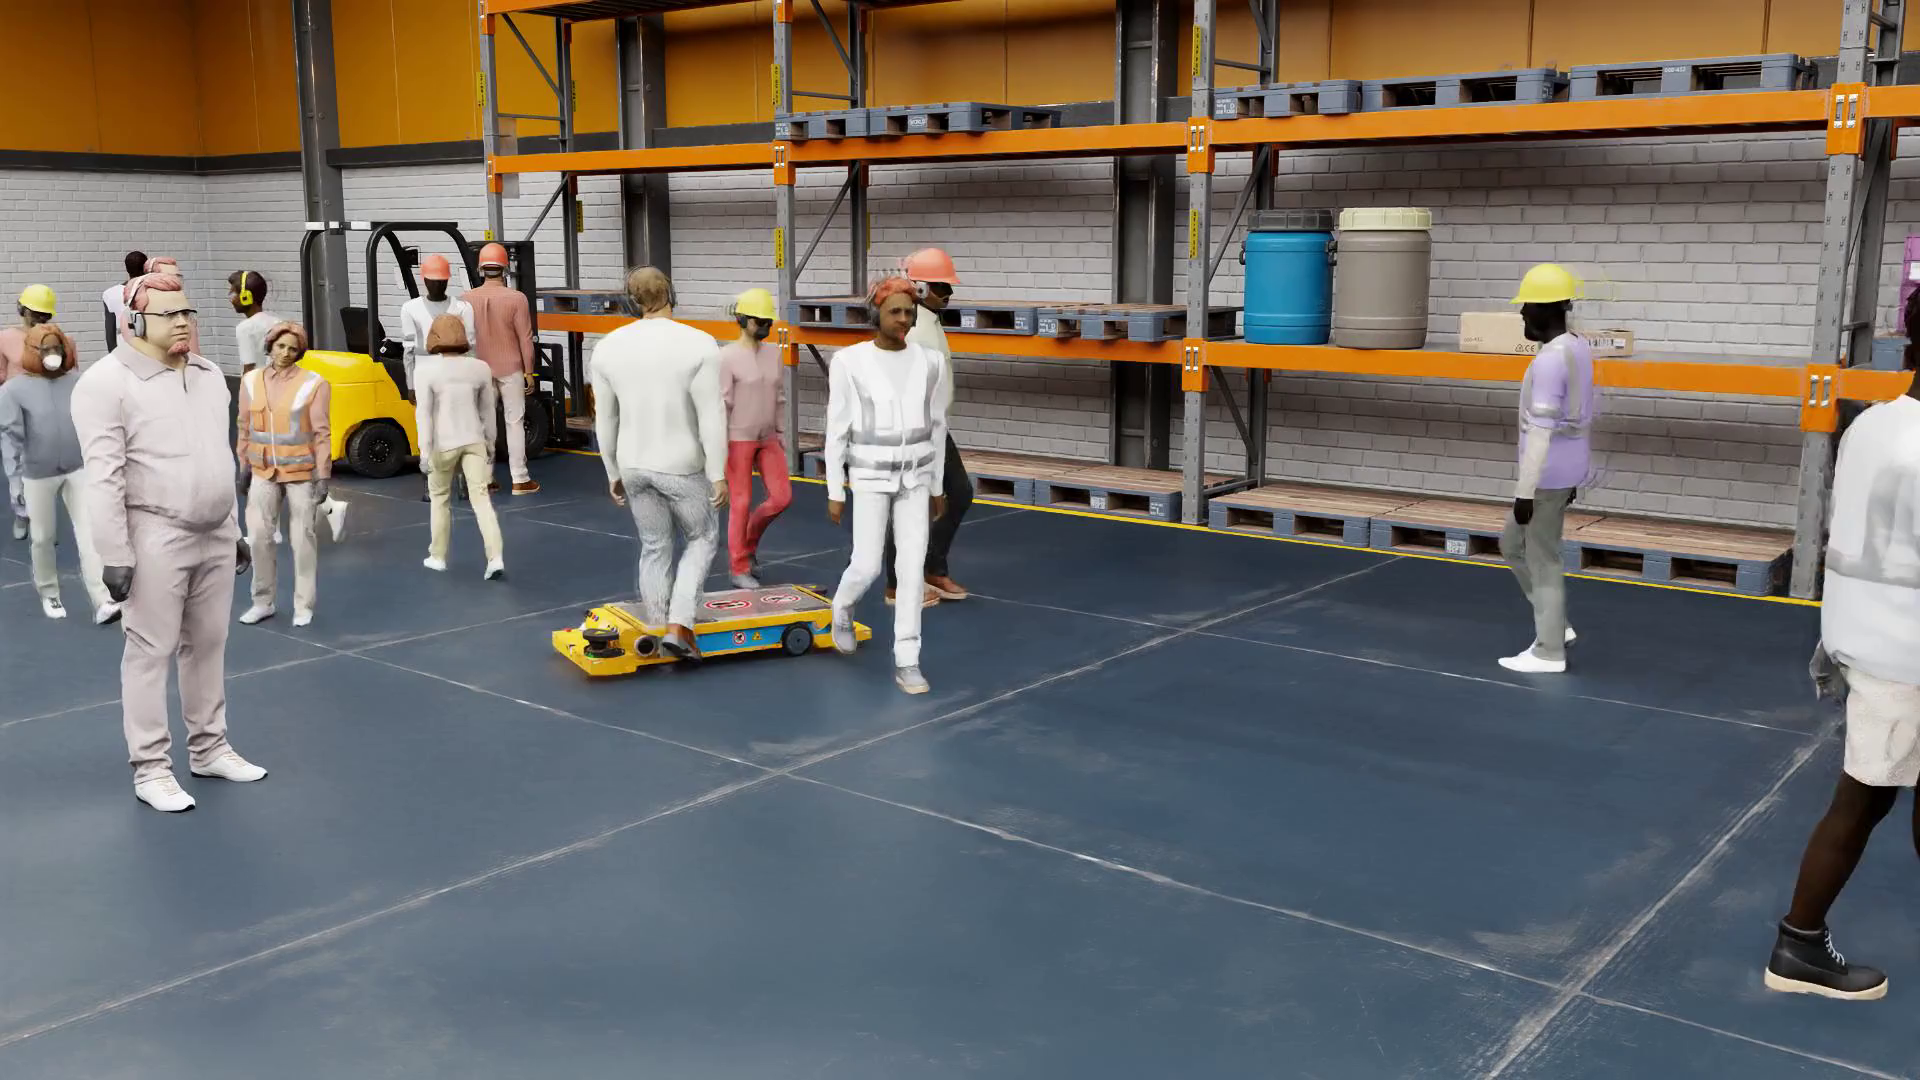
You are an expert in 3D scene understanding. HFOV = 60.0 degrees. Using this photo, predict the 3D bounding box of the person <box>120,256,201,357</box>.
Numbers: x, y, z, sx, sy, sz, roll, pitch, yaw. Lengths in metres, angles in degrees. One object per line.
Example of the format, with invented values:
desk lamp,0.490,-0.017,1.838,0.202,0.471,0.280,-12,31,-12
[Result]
person,-5.465,-1.002,11.544,0.410,1.912,0.643,2,10,10

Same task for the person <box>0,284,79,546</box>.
person,-6.102,-0.817,10.987,0.556,1.734,0.400,-8,13,-36

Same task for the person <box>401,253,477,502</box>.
person,-4.003,-1.243,12.849,0.546,1.925,0.406,-4,11,-19

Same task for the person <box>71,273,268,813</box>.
person,-2.813,0.001,5.995,0.407,1.906,0.655,3,11,19

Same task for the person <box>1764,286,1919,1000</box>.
person,2.605,0.290,4.337,0.889,1.922,0.626,2,10,12

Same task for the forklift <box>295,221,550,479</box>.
forklift,-4.922,-1.741,14.854,1.214,2.155,2.313,8,13,38

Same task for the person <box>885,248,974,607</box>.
person,-0.157,-0.594,9.090,0.599,1.971,0.652,3,11,14

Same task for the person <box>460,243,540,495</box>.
person,-3.663,-1.350,13.231,0.615,1.997,0.373,2,10,10

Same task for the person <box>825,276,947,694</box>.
person,-0.358,-0.268,7.612,0.584,1.867,0.724,-5,11,-25

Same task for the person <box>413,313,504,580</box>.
person,-2.998,-0.562,9.982,0.518,1.593,0.855,-8,13,-38

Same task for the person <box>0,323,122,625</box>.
person,-4.708,-0.330,8.700,0.855,1.581,0.527,10,14,43

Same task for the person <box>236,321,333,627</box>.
person,-3.497,-0.333,8.664,0.545,1.612,0.351,1,10,7

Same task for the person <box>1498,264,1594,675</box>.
person,2.693,-0.313,7.713,0.419,1.910,0.627,5,12,28

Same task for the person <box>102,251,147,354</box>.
person,-7.589,-1.709,15.440,0.591,1.918,0.383,-2,10,-9

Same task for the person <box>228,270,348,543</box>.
person,-4.435,-0.844,10.902,0.774,1.841,0.504,1,10,6

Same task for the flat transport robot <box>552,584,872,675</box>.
flat transport robot,-1.219,0.421,8.202,1.431,0.197,0.652,-6,12,-29

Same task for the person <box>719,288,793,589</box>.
person,-1.189,-0.570,9.580,0.375,1.744,0.552,9,13,40

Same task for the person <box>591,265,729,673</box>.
person,-1.374,-0.322,7.787,0.657,1.906,0.442,2,11,13
